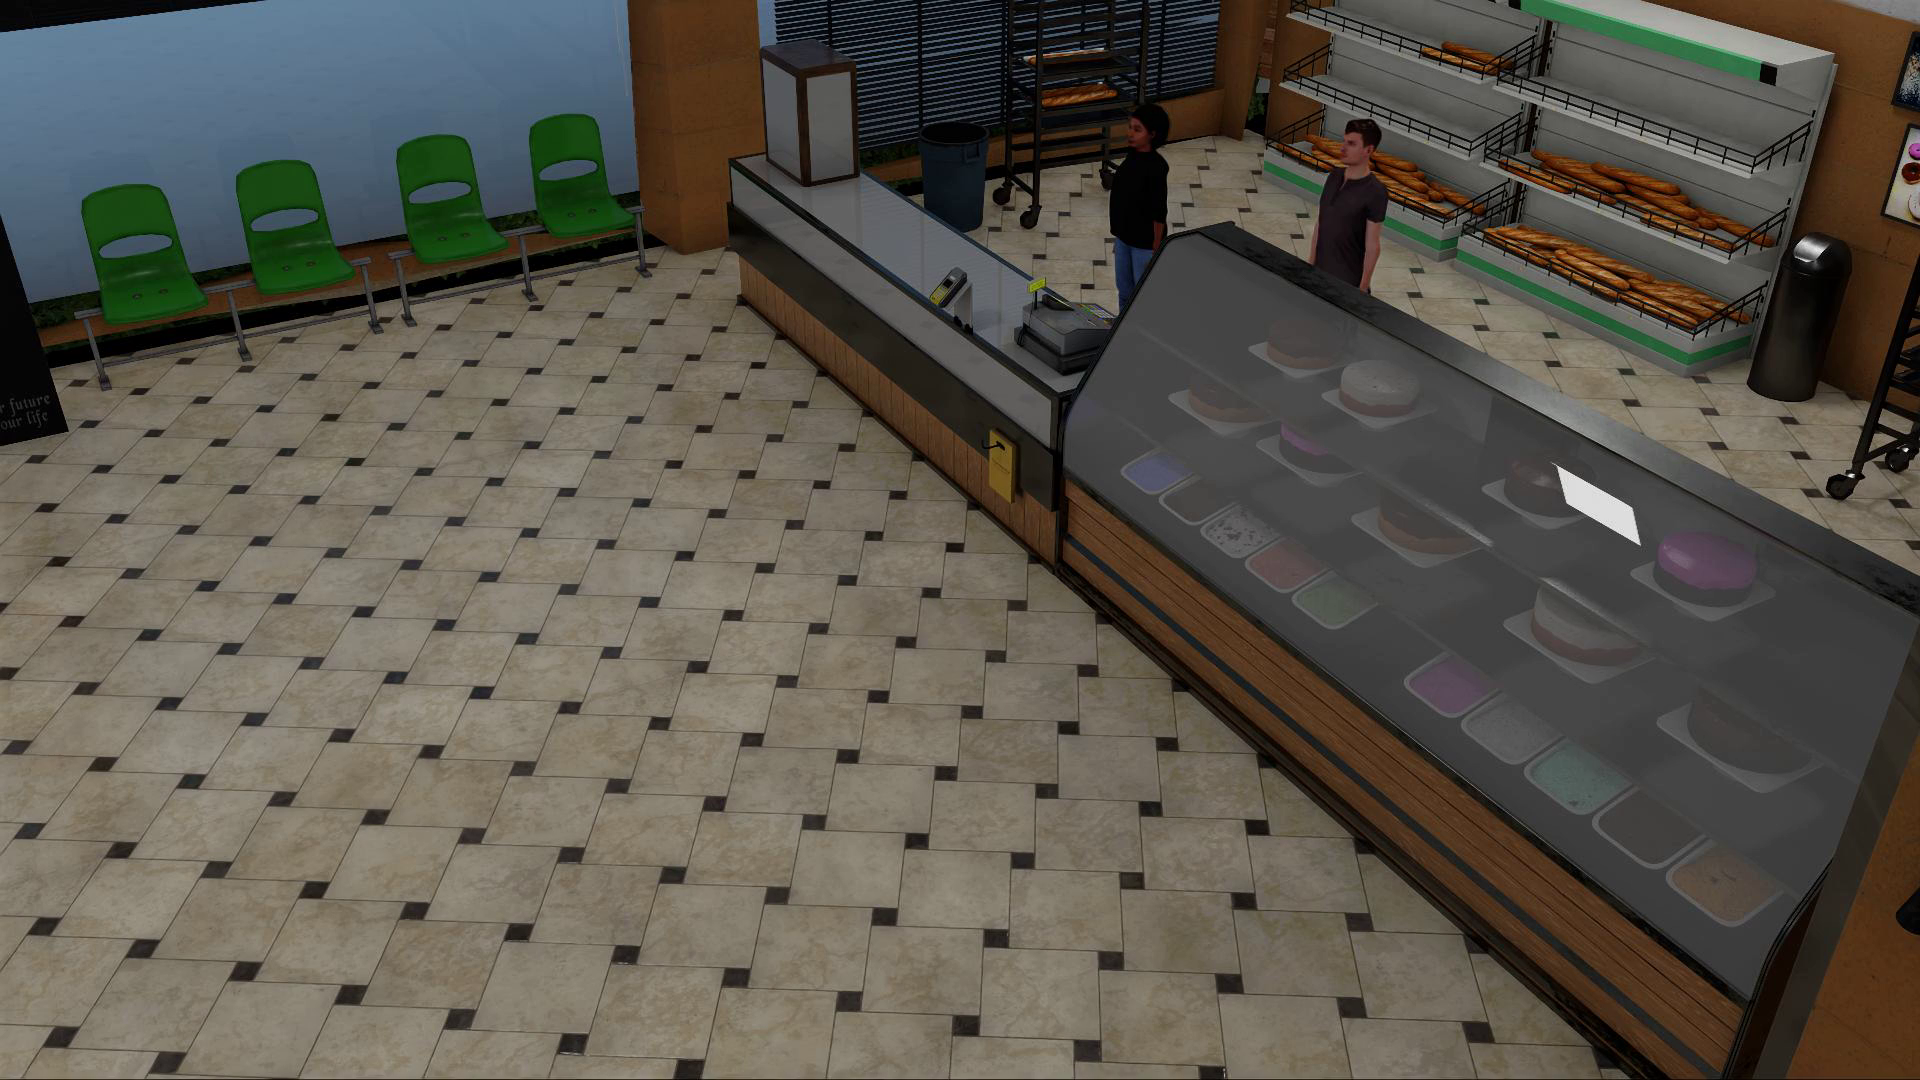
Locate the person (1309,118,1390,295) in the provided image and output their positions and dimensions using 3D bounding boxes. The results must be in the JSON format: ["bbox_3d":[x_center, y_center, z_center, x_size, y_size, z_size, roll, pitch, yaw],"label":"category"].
[{"bbox_3d":[2.144,-1.458,9.334,0.523,1.853,0.631,-17,36,-25],"label":"person"}]

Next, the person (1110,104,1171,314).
[{"bbox_3d":[1.081,-1.785,10.002,0.519,1.703,0.551,-17,36,-25],"label":"person"}]
